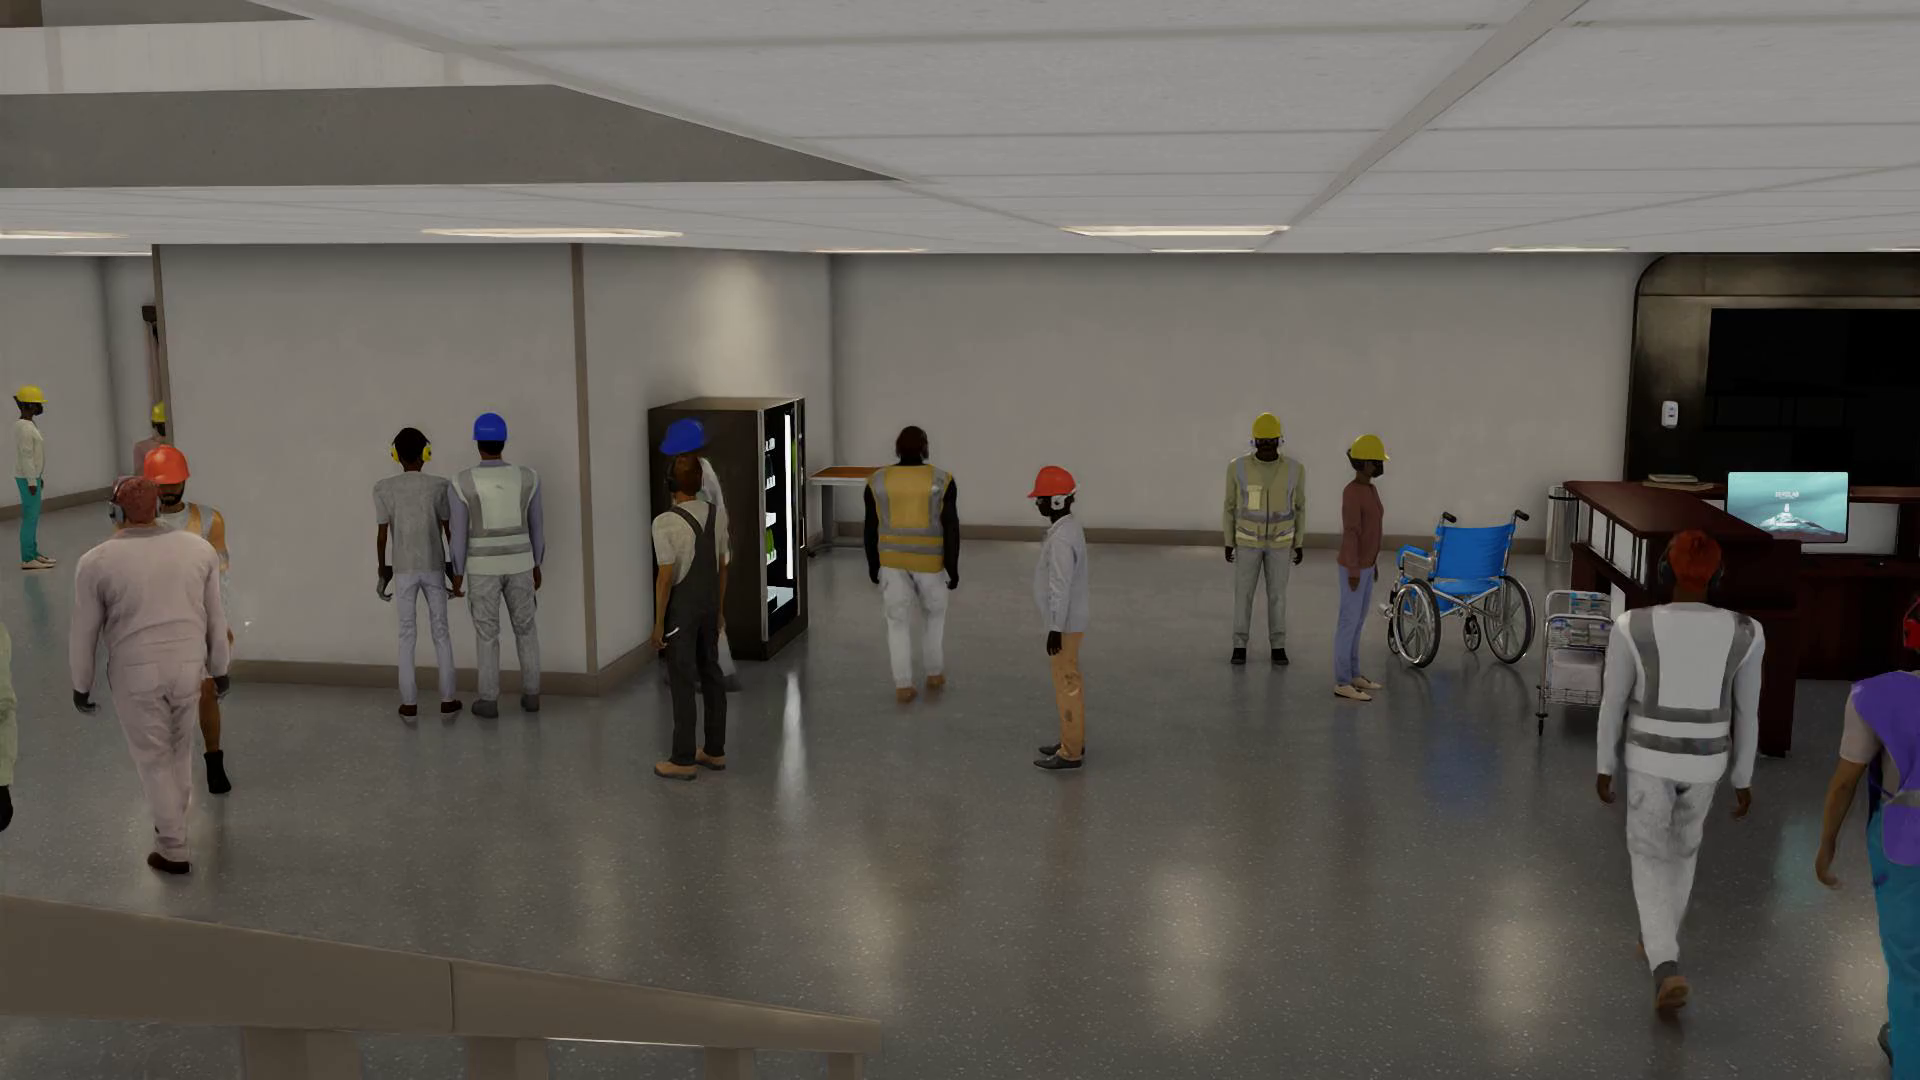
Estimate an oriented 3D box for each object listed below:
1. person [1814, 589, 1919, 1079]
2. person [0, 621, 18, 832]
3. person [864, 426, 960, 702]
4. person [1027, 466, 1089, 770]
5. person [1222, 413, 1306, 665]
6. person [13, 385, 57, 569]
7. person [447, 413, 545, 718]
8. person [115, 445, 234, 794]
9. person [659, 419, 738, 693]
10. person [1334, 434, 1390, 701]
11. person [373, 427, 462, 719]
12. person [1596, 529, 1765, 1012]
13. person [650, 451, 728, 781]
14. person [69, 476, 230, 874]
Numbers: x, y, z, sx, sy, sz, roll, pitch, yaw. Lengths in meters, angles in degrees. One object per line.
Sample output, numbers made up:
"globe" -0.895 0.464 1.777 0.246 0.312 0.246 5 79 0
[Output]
"person" 3.231 1.034 5.648 0.603 1.811 0.841 1 9 9
"person" -3.871 0.894 6.210 0.608 1.931 1.020 -9 13 -44
"person" -0.304 0.138 11.165 0.654 1.819 0.756 1 9 6
"person" 0.560 0.442 9.546 0.358 1.744 0.557 1 9 5
"person" 2.197 -0.006 12.022 0.596 1.832 0.404 1 9 4
"person" -8.873 -0.602 15.932 0.343 1.757 0.519 -4 10 -25
"person" -2.952 0.163 10.617 0.605 1.949 0.402 -5 11 -30
"person" -4.203 0.444 8.957 0.546 1.928 0.389 -6 11 -31
"person" -1.764 0.122 11.051 0.576 1.885 0.678 -2 9 -10
"person" 2.688 0.175 11.118 0.311 1.768 0.522 5 10 27
"person" -3.449 0.212 10.584 0.520 1.865 0.328 -3 10 -16
"person" 2.799 0.883 6.487 0.579 1.857 0.881 2 9 10
"person" -1.522 0.423 9.331 0.345 1.846 0.507 7 12 38
"person" -3.926 0.624 8.006 0.853 1.869 0.671 8 12 41
